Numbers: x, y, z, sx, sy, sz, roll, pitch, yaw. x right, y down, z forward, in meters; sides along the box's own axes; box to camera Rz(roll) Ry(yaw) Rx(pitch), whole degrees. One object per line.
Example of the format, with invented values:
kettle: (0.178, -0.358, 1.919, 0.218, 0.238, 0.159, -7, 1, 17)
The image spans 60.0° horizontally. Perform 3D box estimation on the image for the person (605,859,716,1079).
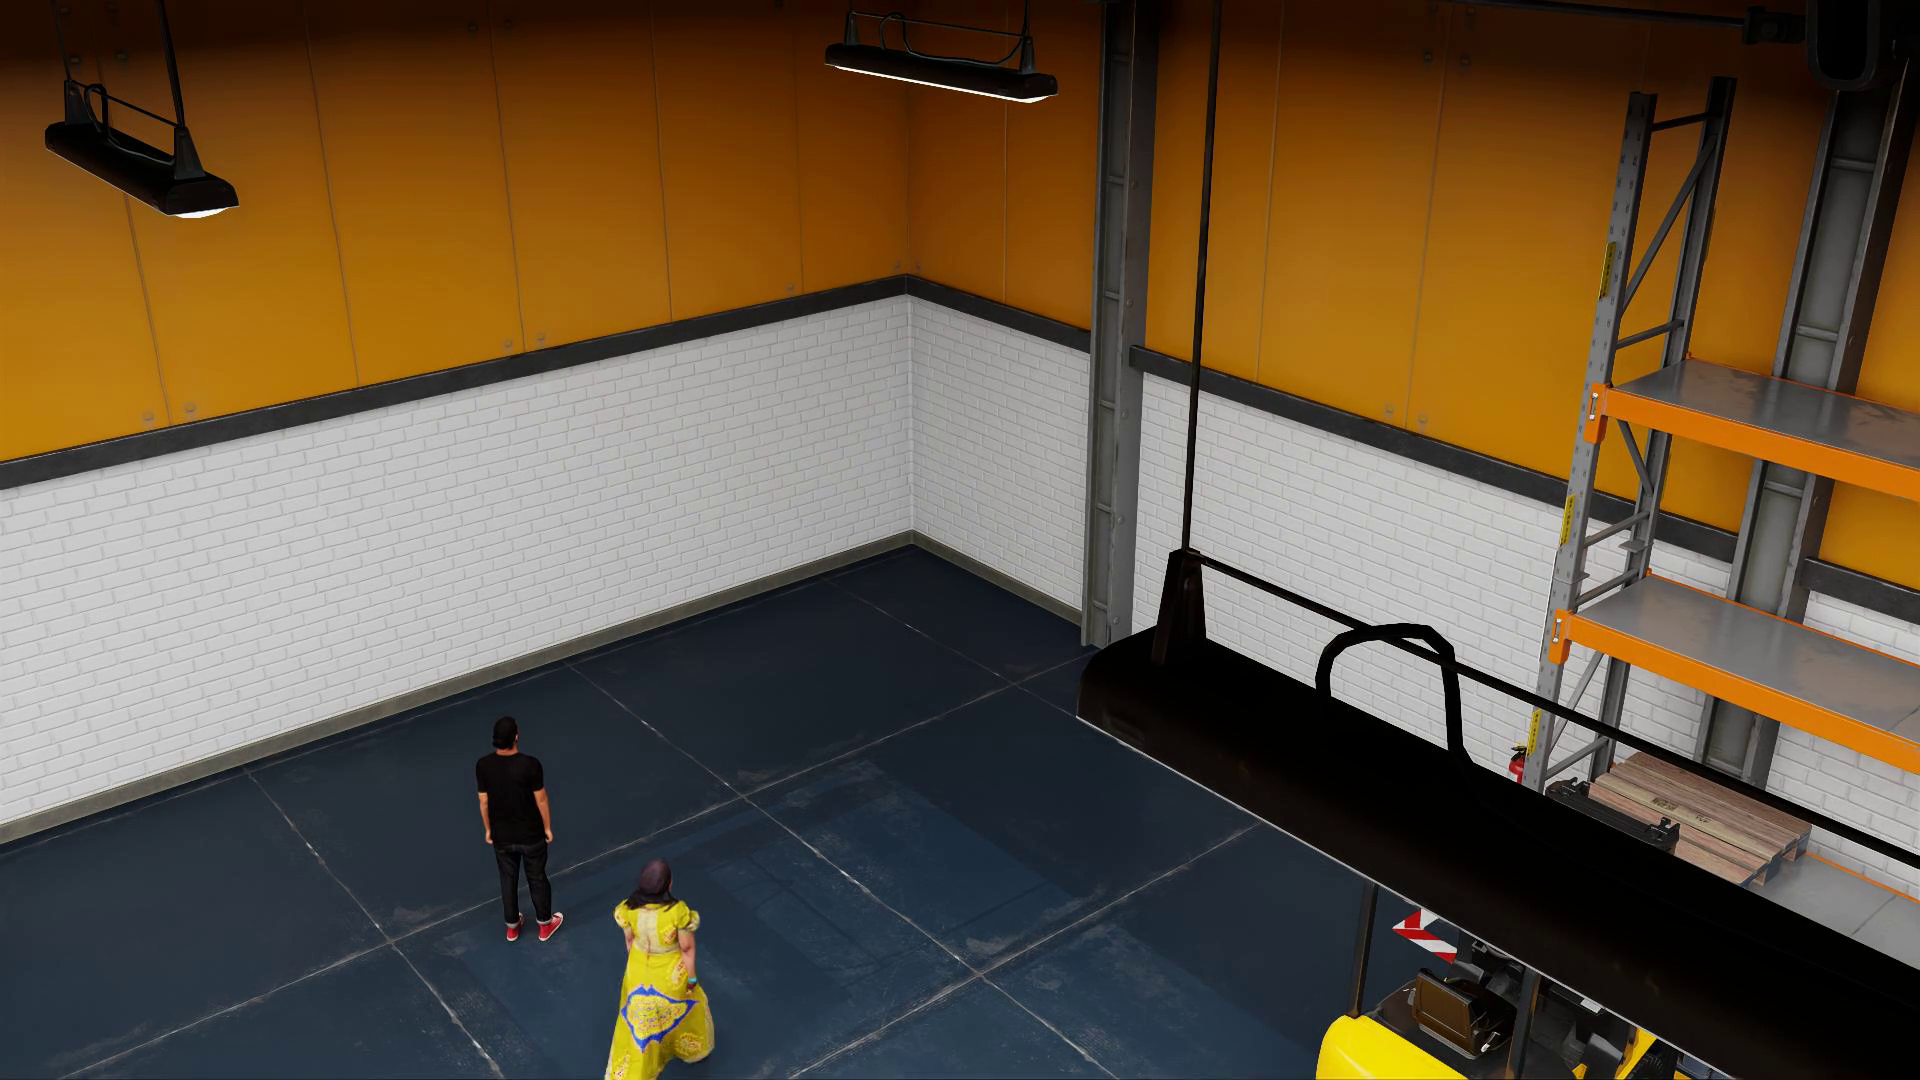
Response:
person: (-1.875, 2.744, 10.231, 1.311, 1.626, 1.369, 2, 24, 4)

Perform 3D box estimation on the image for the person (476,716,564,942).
person: (-3.115, 2.031, 11.700, 0.709, 1.757, 0.753, 0, 24, 1)
